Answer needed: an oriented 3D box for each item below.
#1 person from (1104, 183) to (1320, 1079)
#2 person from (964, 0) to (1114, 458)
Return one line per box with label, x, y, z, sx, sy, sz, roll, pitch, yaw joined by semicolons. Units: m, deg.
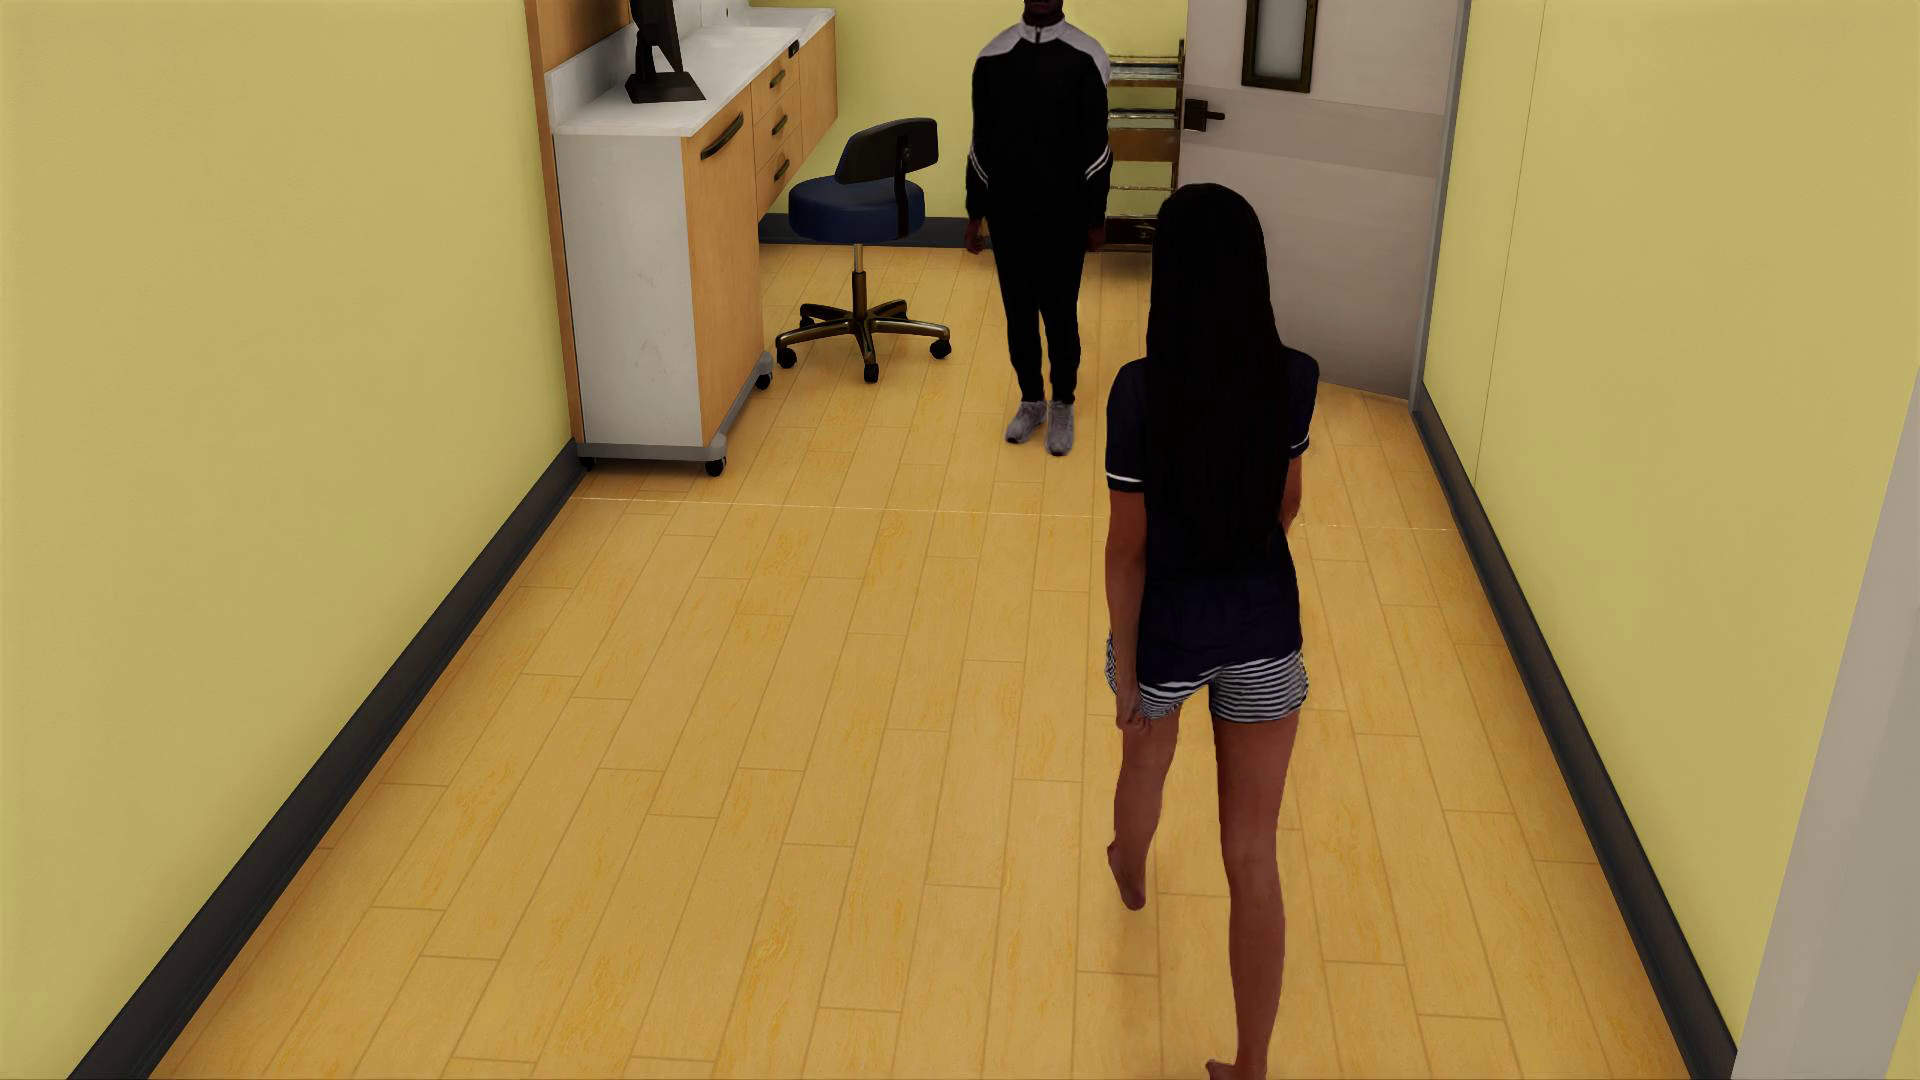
person;0.486;0.271;3.100;1.130;1.713;0.728;-2;26;-4
person;0.313;-1.264;6.165;0.679;1.815;0.801;10;27;19
